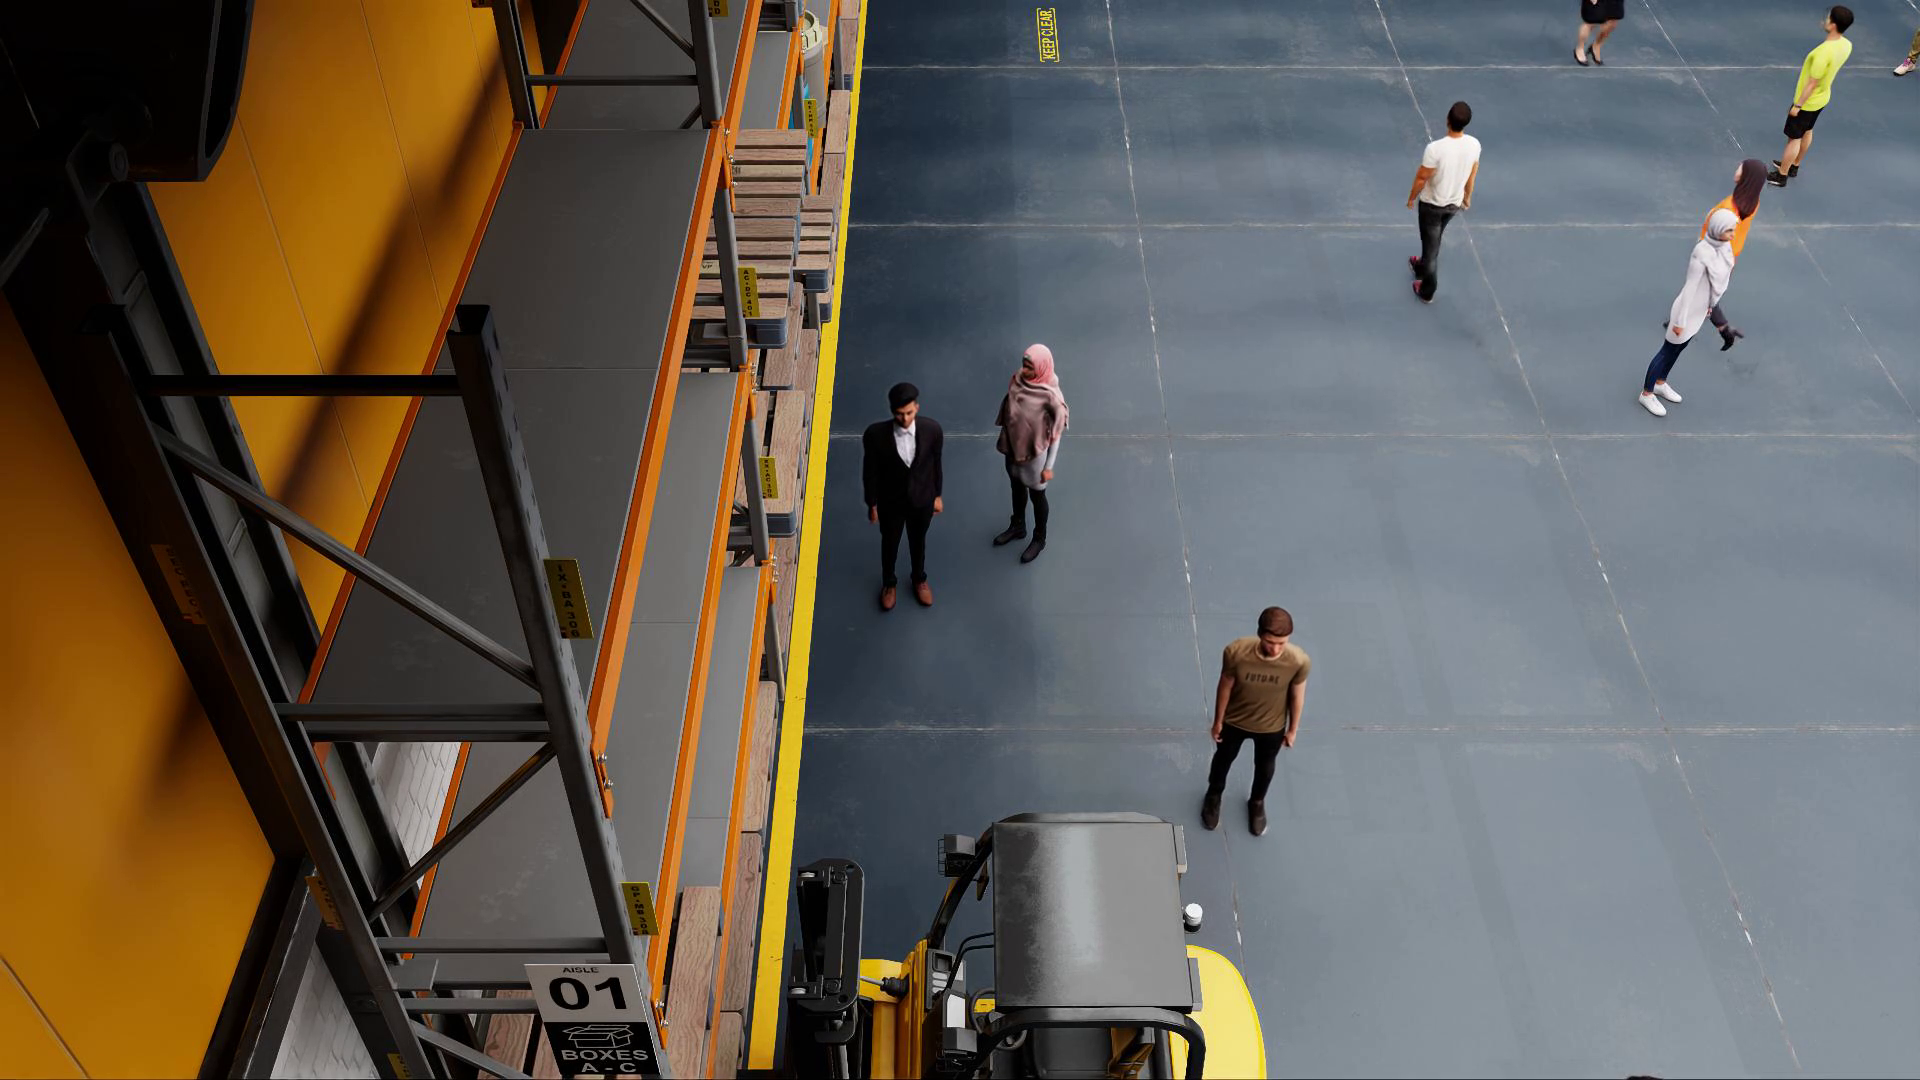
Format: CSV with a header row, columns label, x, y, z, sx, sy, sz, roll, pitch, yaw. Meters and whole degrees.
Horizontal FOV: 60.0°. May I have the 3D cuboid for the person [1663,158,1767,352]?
label,x,y,z,sx,sy,sz,roll,pitch,yaw
person,6.163,-2.258,13.353,0.941,1.736,1.023,-31,52,-28

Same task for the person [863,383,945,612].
label,x,y,z,sx,sy,sz,roll,pitch,yaw
person,-0.368,-0.314,11.206,0.729,1.883,0.608,-7,44,-7

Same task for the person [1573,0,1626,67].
label,x,y,z,sx,sy,sz,roll,pitch,yaw
person,6.529,-5.650,16.969,0.833,1.661,0.844,-19,47,-19

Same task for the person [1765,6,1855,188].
label,x,y,z,sx,sy,sz,roll,pitch,yaw
person,7.842,-4.081,15.286,0.694,1.709,0.742,-32,52,-29

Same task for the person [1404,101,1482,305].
label,x,y,z,sx,sy,sz,roll,pitch,yaw
person,4.045,-2.767,13.846,0.805,1.793,0.929,-12,45,-12

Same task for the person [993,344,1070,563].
label,x,y,z,sx,sy,sz,roll,pitch,yaw
person,0.487,-0.617,11.582,0.738,1.804,0.797,34,53,31

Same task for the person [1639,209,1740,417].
label,x,y,z,sx,sy,sz,roll,pitch,yaw
person,5.631,-1.775,12.818,0.696,1.775,0.740,-31,52,-28

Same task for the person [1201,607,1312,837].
label,x,y,z,sx,sy,sz,roll,pitch,yaw
person,1.734,1.043,9.807,0.694,1.847,0.619,8,44,8
